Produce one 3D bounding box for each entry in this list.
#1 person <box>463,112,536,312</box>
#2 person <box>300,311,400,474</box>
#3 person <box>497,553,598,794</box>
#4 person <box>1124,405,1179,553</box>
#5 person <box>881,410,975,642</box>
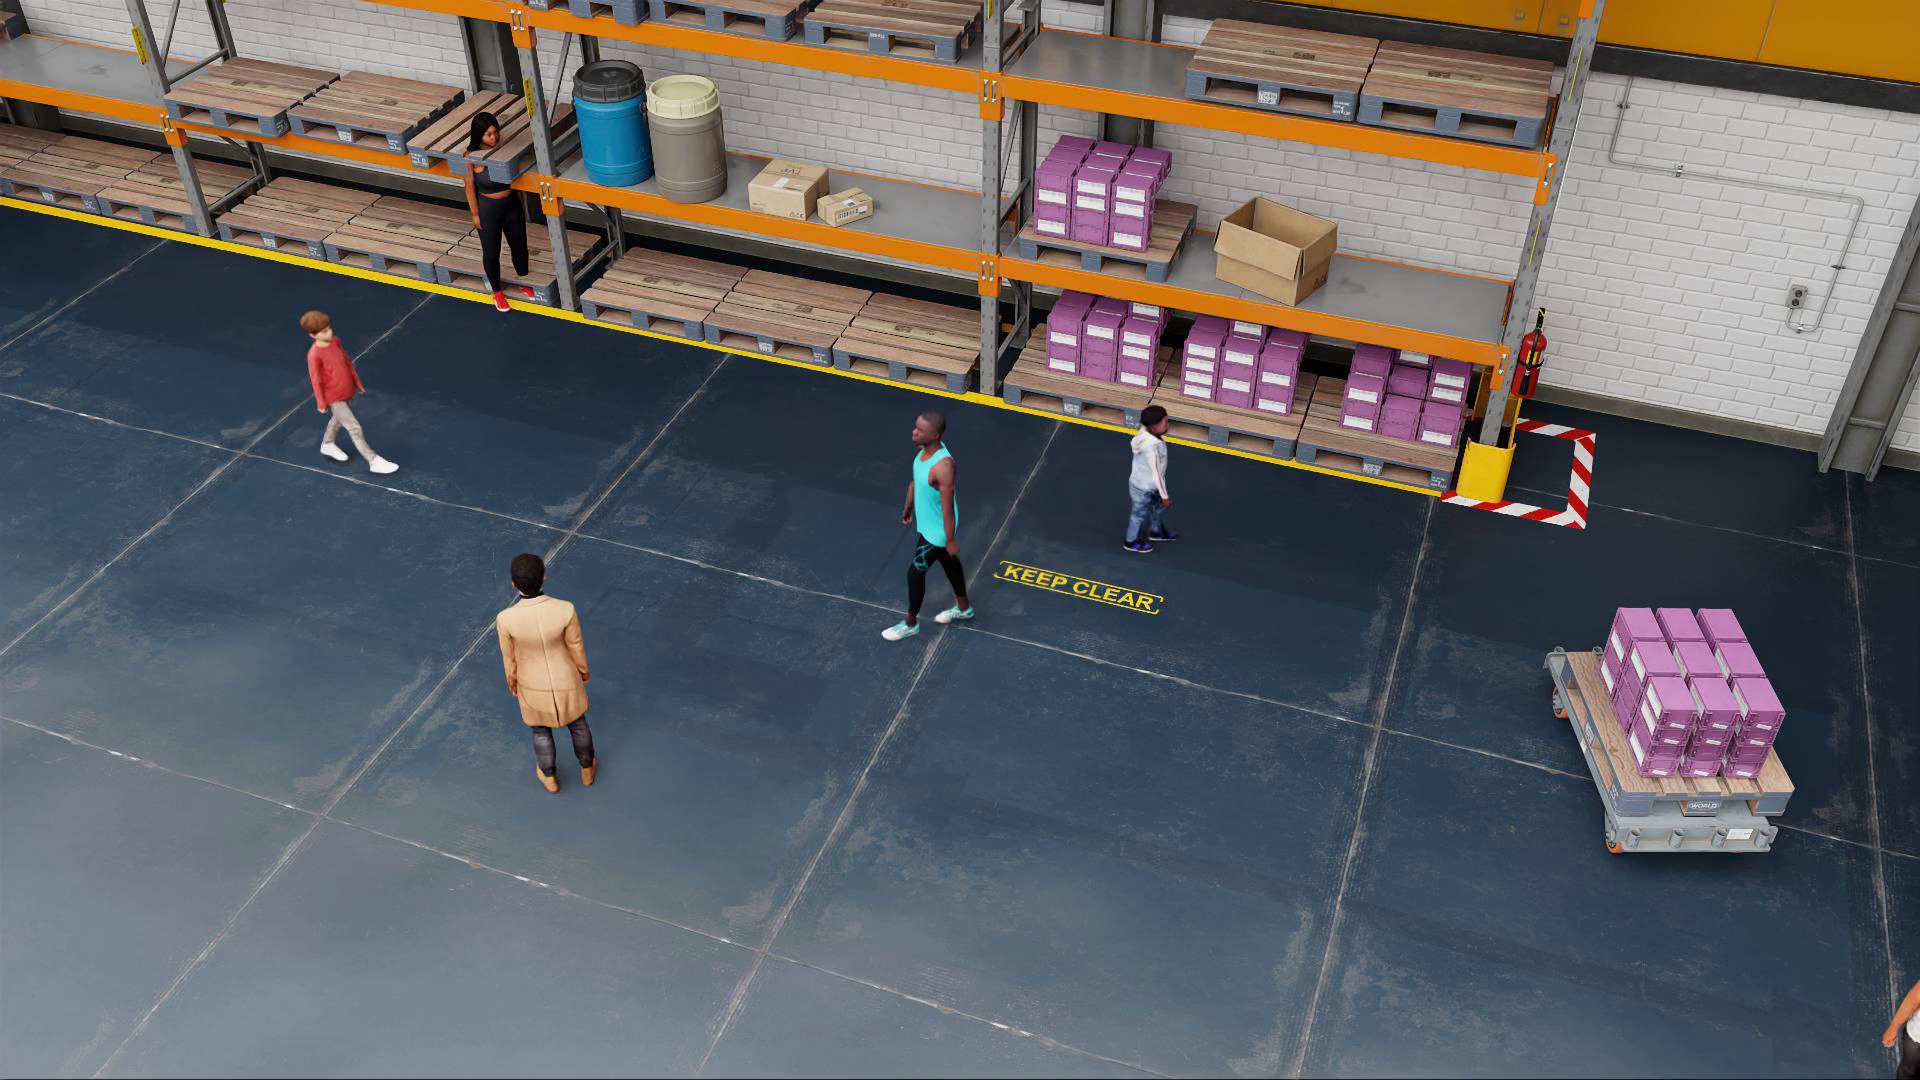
[{"bbox_3d":[-4.046,-2.900,14.558,0.766,1.816,0.789,-26,46,-29],"label":"person"},{"bbox_3d":[-4.807,-1.132,12.689,0.945,1.386,0.580,10,40,12],"label":"person"},{"bbox_3d":[-2.470,0.820,9.976,0.743,1.721,0.819,-11,40,-14],"label":"person"},{"bbox_3d":[1.284,-0.430,11.921,0.659,1.247,0.543,5,39,6],"label":"person"},{"bbox_3d":[-0.055,-0.109,11.088,1.052,1.785,0.944,-10,40,-12],"label":"person"}]
